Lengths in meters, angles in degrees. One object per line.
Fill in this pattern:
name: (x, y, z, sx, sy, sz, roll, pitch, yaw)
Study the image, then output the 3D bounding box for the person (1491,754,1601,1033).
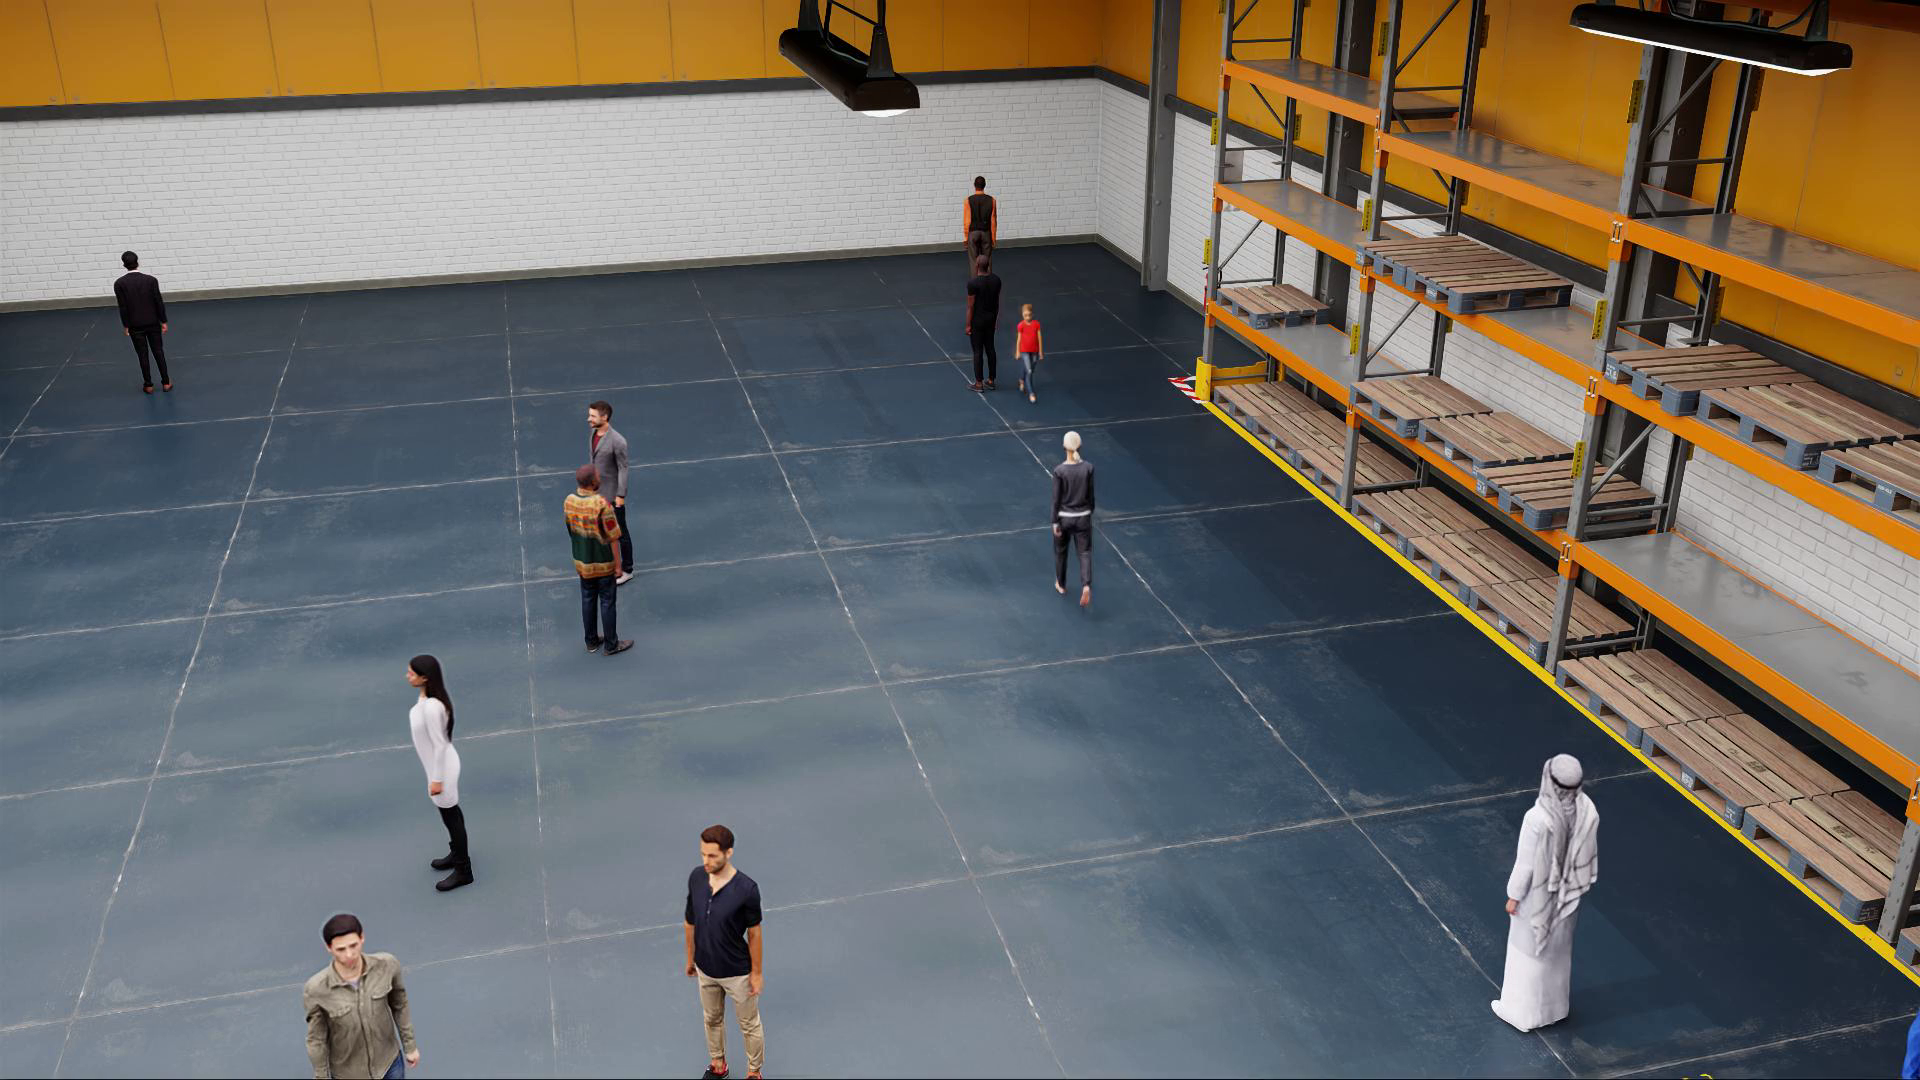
person: (3.614, 2.171, 10.223, 0.687, 1.925, 0.625, -7, 25, -15)

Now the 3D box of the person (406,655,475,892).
person: (-3.630, 1.607, 11.659, 0.671, 1.807, 0.470, -8, 25, -17)

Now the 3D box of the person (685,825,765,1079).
person: (-1.358, 2.455, 9.657, 0.717, 1.859, 0.730, 9, 25, 19)

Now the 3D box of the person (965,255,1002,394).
person: (0.300, -2.851, 21.844, 0.732, 1.819, 0.675, -15, 28, -31)

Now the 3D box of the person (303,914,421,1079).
person: (-3.178, 2.785, 8.894, 0.779, 1.864, 0.720, -17, 29, -33)

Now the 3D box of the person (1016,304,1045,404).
person: (0.877, -2.462, 21.629, 0.484, 1.278, 0.852, -7, 25, -16)

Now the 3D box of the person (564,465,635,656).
person: (-3.274, 0.174, 14.938, 0.822, 1.808, 0.869, 11, 26, 23)

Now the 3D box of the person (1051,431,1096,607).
person: (1.102, -0.188, 15.894, 0.681, 1.705, 0.972, -3, 24, -7)

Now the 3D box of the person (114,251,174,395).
person: (-10.694, -2.857, 21.777, 0.750, 1.884, 0.653, -13, 27, -27)

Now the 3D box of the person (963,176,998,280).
person: (0.308, -4.741, 26.058, 0.715, 1.906, 0.630, -4, 24, -9)

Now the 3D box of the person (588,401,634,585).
person: (-3.462, -0.490, 16.374, 0.740, 1.874, 0.843, 20, 30, 37)
